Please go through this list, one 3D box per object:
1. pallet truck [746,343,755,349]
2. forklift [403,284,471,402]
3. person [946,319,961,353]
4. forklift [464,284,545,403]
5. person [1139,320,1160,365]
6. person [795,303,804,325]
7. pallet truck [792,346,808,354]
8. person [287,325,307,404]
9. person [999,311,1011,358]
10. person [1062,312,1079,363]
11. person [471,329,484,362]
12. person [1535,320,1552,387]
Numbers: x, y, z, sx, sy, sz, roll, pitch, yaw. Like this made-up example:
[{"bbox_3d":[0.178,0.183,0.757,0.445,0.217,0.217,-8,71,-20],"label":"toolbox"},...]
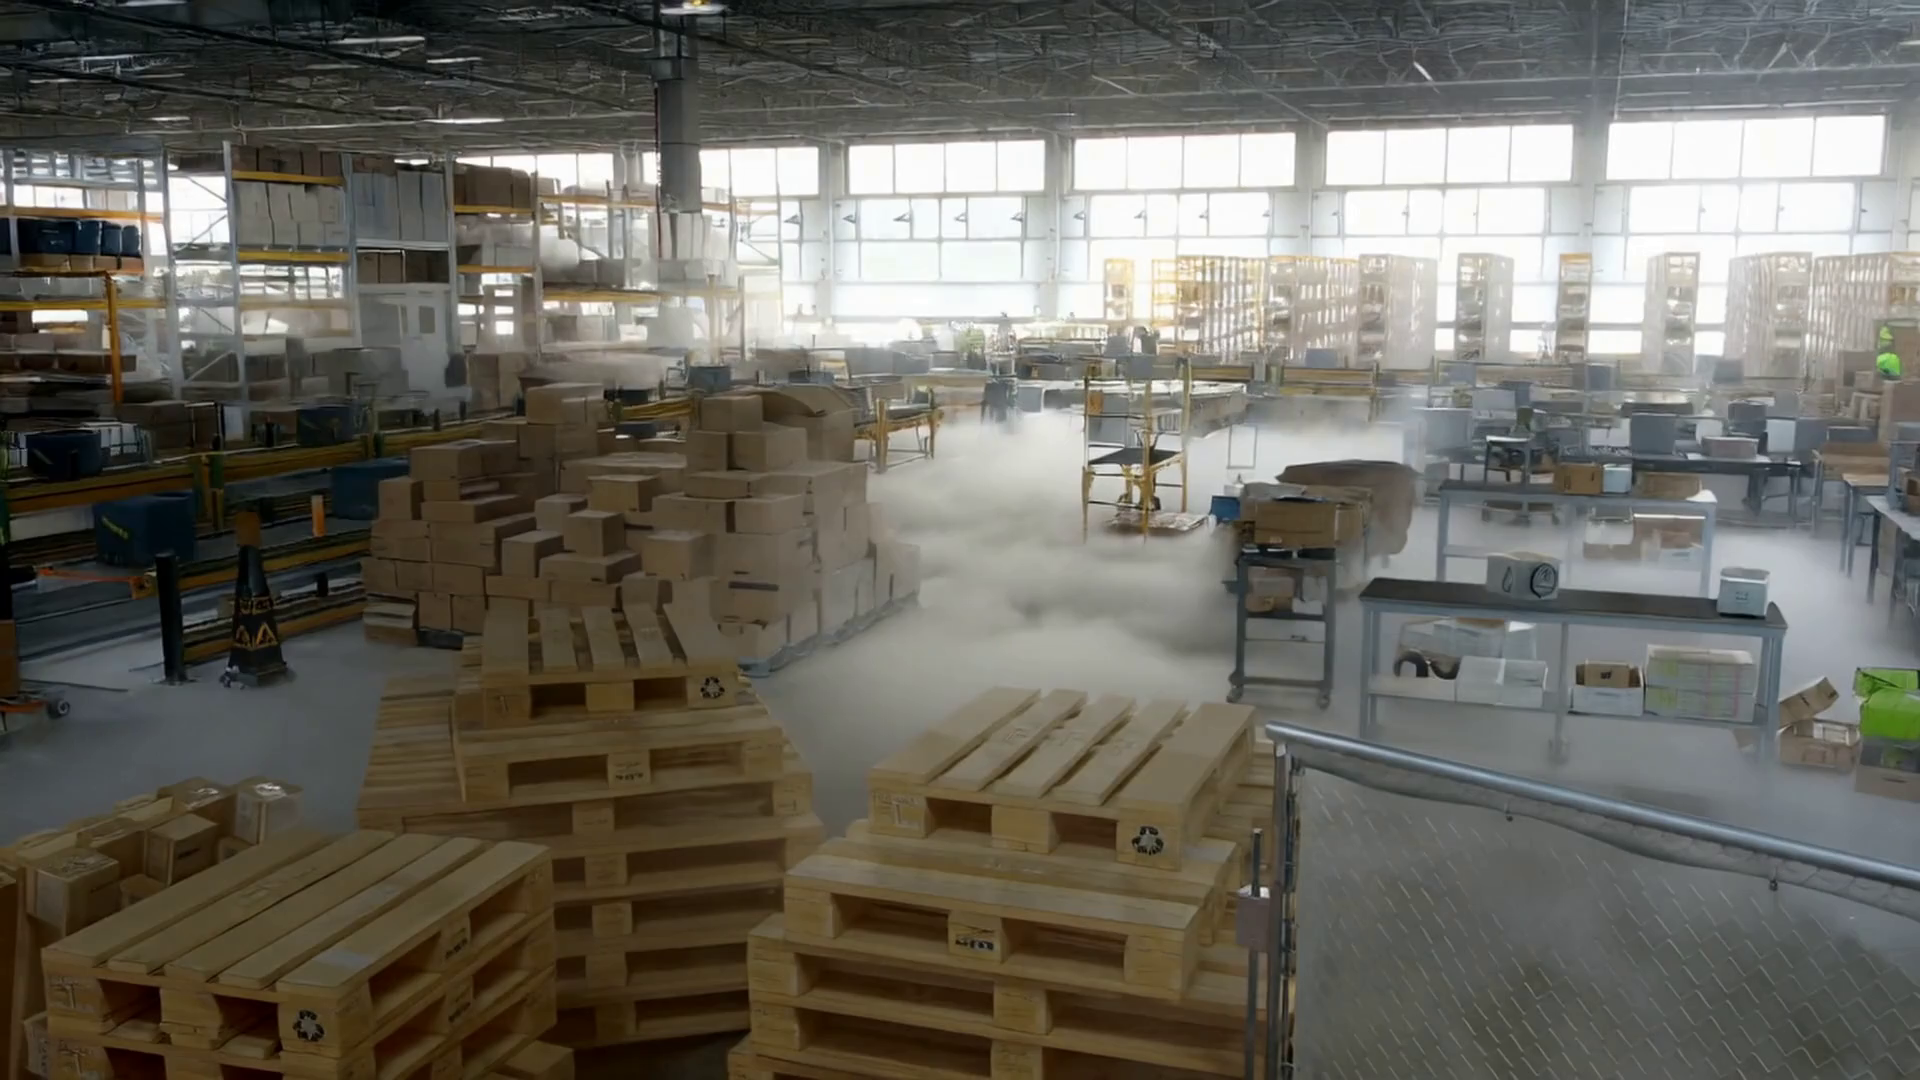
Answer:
[{"bbox_3d":[-6.183,-4.618,44.264,1.601,1.201,0.680,-9,12,-43],"label":"pallet truck"},{"bbox_3d":[-12.878,-4.810,40.288,1.129,2.768,1.873,3,10,20],"label":"forklift"},{"bbox_3d":[-0.143,-5.238,46.336,0.574,1.809,0.607,5,10,27],"label":"person"},{"bbox_3d":[-10.832,-4.702,39.610,1.129,2.768,1.873,3,10,20],"label":"forklift"},{"bbox_3d":[5.043,-4.940,44.342,0.566,1.847,0.389,0,9,-2],"label":"person"},{"bbox_3d":[-6.657,-8.829,68.581,0.866,1.913,0.550,5,10,27],"label":"person"},{"bbox_3d":[-3.705,-4.298,42.022,0.653,1.274,1.630,3,10,20],"label":"pallet truck"},{"bbox_3d":[-15.655,-4.126,39.210,0.439,1.863,0.716,-3,10,-19],"label":"person"},{"bbox_3d":[1.640,-7.524,60.926,0.485,1.735,0.343,-5,10,-27],"label":"person"},{"bbox_3d":[3.532,-6.222,52.319,0.647,1.872,0.876,-4,10,-24],"label":"person"},{"bbox_3d":[-12.070,-4.478,41.941,0.533,1.689,0.321,-9,12,-43],"label":"person"},{"bbox_3d":[15.750,-5.020,44.888,0.590,1.833,0.403,-8,12,-41],"label":"person"}]
